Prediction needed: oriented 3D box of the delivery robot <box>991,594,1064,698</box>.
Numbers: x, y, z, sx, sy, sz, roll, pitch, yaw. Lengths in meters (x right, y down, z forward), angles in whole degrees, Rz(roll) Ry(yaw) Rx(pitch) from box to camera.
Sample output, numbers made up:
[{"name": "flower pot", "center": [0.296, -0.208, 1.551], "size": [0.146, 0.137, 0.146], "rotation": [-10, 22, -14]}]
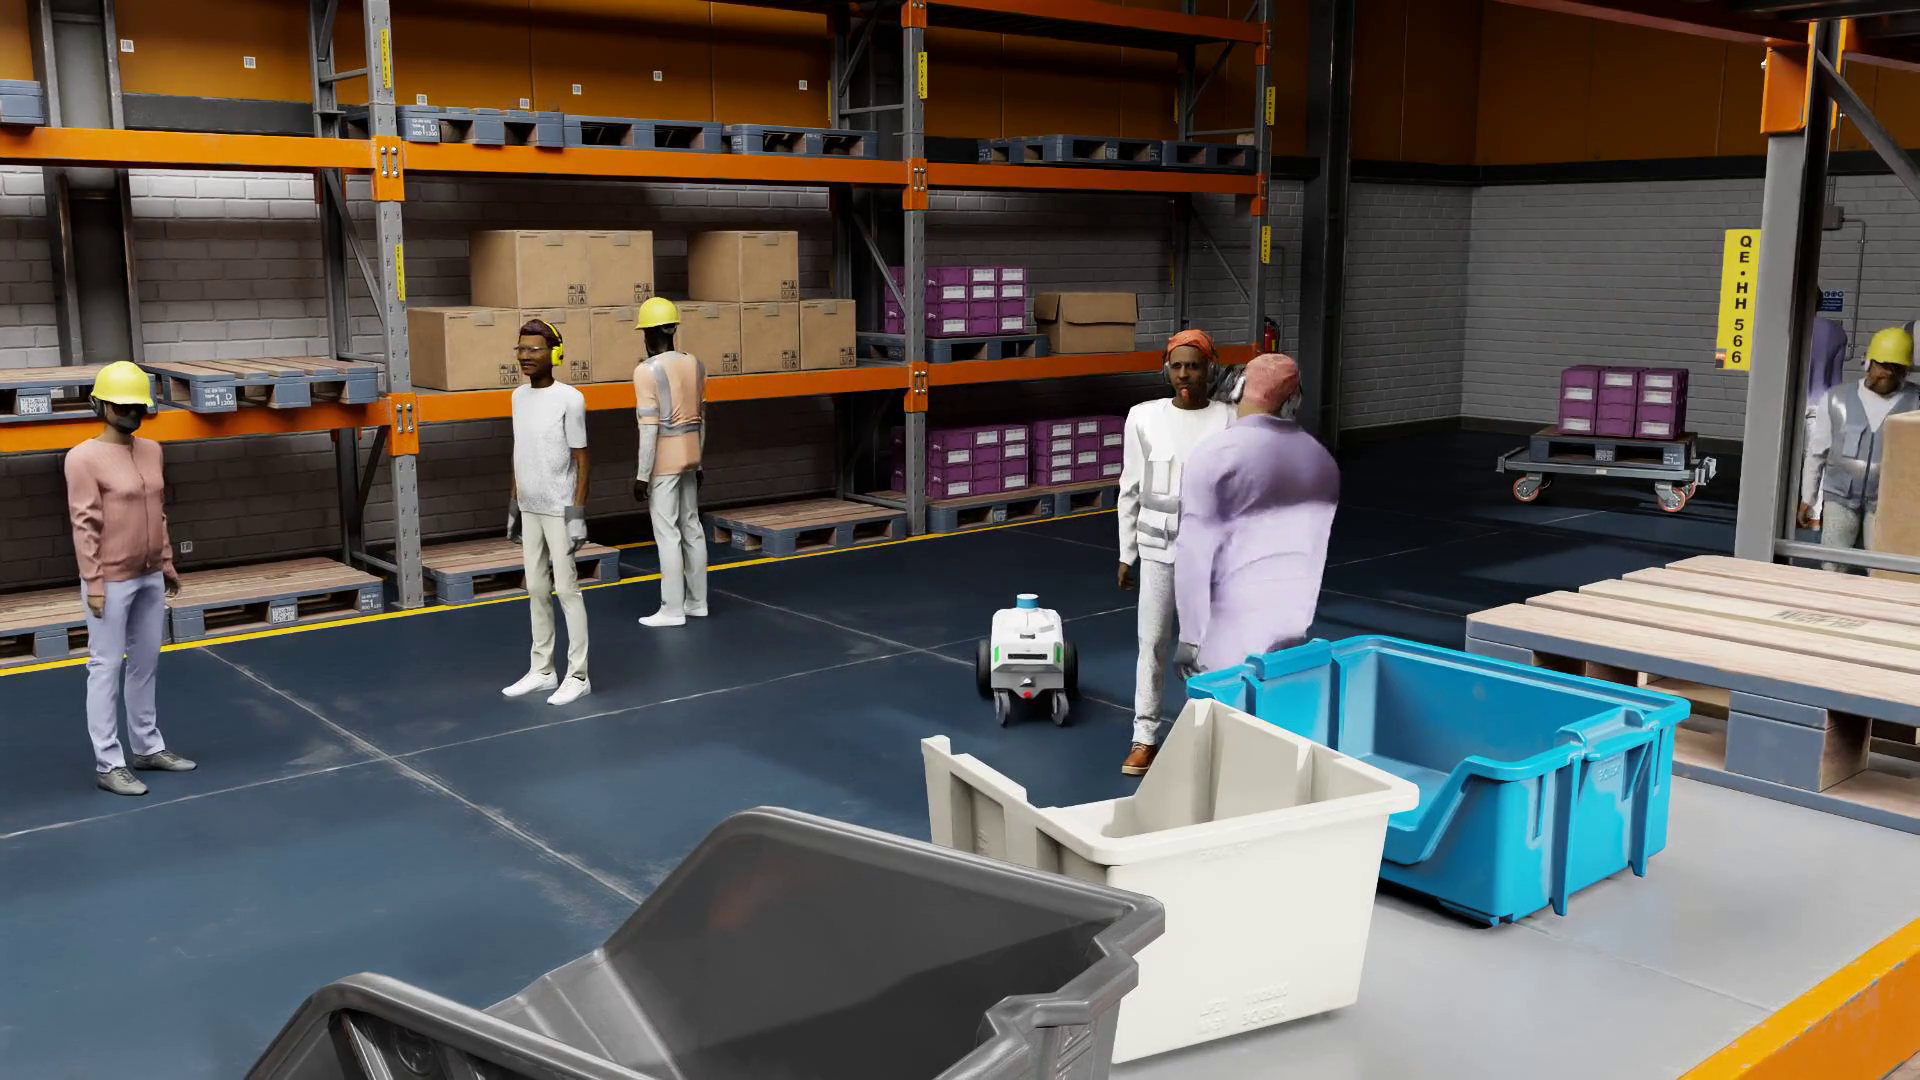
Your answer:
[{"name": "delivery robot", "center": [0.322, 0.503, 7.972], "size": [0.477, 0.478, 0.707], "rotation": [0, 10, 2]}]

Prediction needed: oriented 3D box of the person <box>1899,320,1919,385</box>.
[{"name": "person", "center": [8.128, -1.209, 13.945], "size": [0.543, 1.939, 0.371], "rotation": [9, 13, 41]}]

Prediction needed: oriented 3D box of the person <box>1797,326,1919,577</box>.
[{"name": "person", "center": [4.780, -0.225, 8.790], "size": [0.622, 1.807, 0.431], "rotation": [7, 12, 33]}]

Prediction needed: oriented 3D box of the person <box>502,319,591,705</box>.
[{"name": "person", "center": [-2.027, -0.136, 8.116], "size": [0.531, 1.876, 0.322], "rotation": [7, 12, 33]}]

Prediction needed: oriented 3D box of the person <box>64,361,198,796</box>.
[{"name": "person", "center": [-3.405, 0.150, 6.836], "size": [0.329, 1.762, 0.523], "rotation": [2, 10, 12]}]

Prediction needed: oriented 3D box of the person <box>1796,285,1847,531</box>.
[{"name": "person", "center": [6.528, -1.027, 12.926], "size": [0.634, 1.937, 0.355], "rotation": [-1, 10, -8]}]

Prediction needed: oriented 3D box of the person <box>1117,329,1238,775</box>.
[{"name": "person", "center": [0.936, 0.068, 6.950], "size": [0.572, 1.883, 0.354], "rotation": [3, 11, 16]}]

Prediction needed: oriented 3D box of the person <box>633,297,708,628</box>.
[{"name": "person", "center": [-1.713, -0.448, 9.722], "size": [0.385, 1.922, 0.594], "rotation": [5, 11, 27]}]

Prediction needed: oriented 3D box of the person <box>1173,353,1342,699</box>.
[{"name": "person", "center": [0.926, 0.307, 5.687], "size": [0.798, 1.865, 0.406], "rotation": [-7, 12, -34]}]
